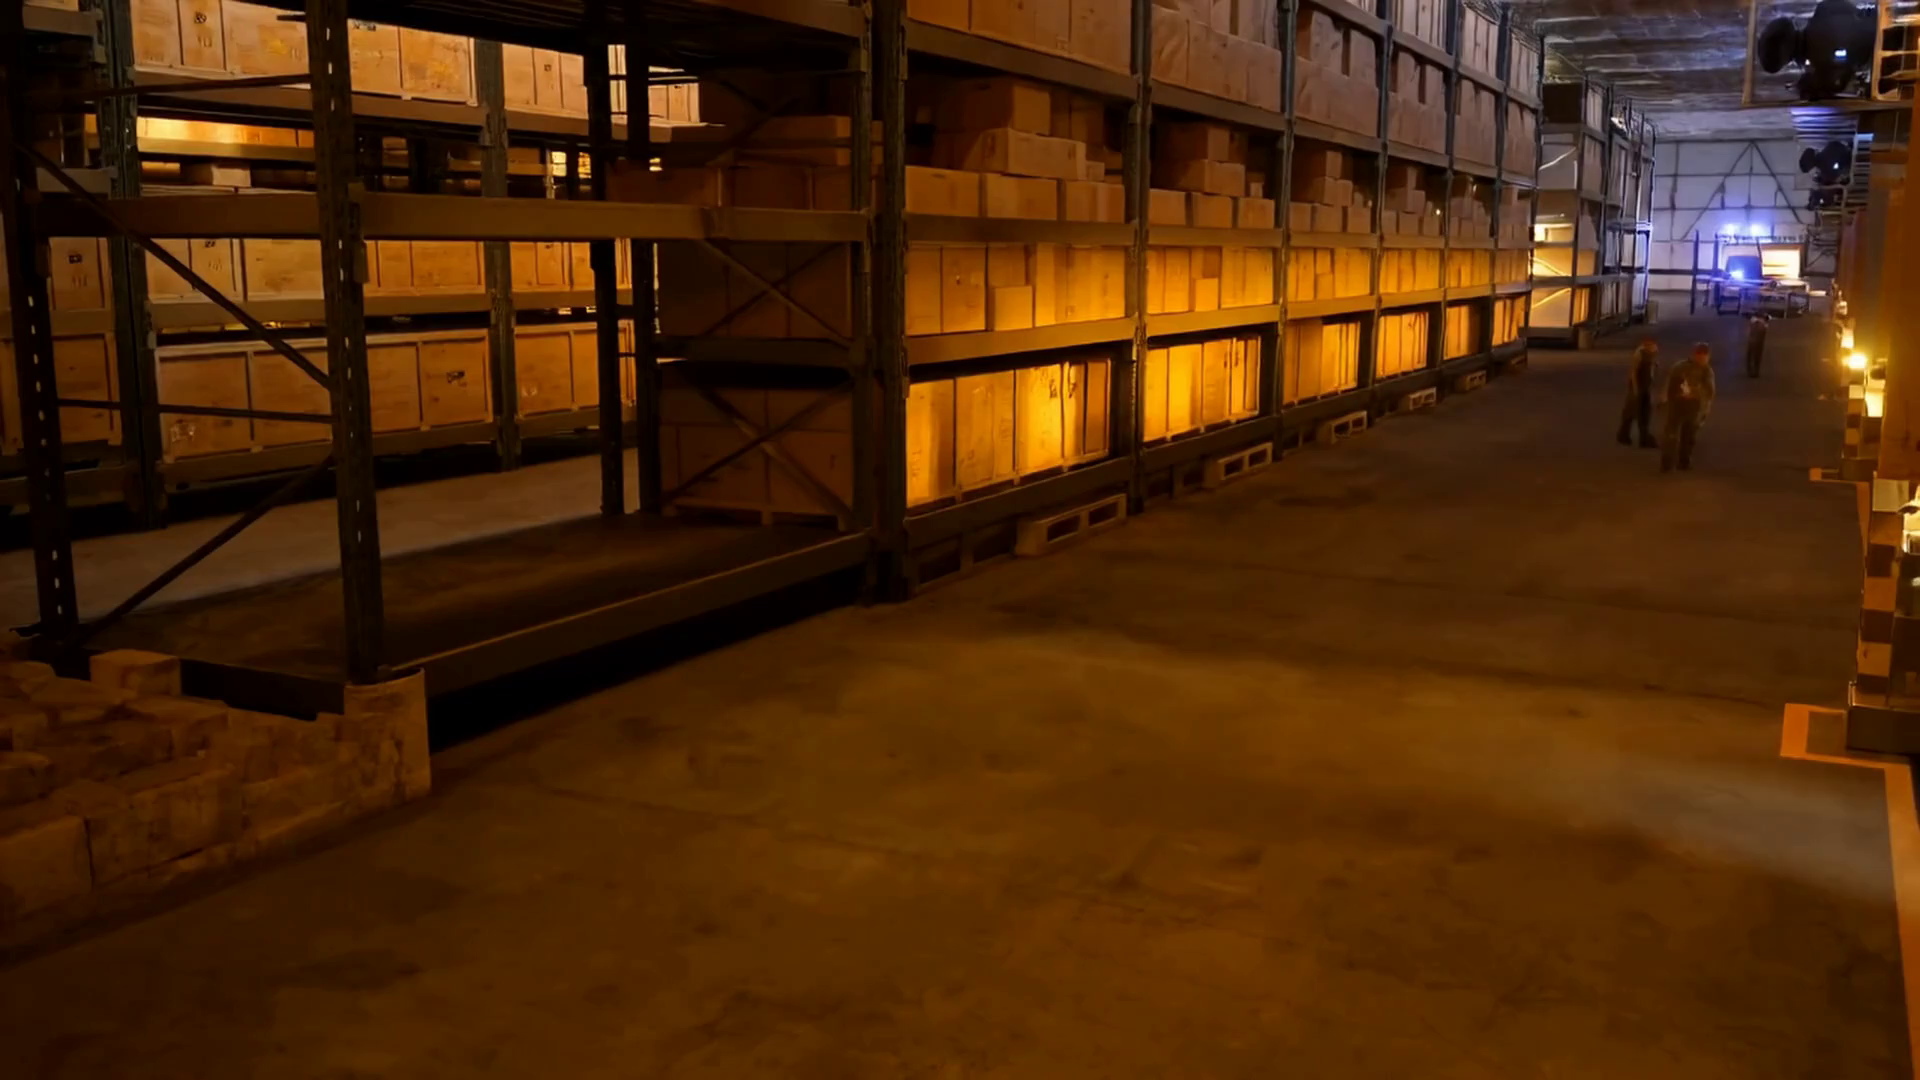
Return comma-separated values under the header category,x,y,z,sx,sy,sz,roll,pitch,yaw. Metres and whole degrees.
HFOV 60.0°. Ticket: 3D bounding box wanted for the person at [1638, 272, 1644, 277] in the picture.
category,x,y,z,sx,sy,sz,roll,pitch,yaw
person,36.366,-13.975,88.870,0.509,1.629,0.317,1,10,8
